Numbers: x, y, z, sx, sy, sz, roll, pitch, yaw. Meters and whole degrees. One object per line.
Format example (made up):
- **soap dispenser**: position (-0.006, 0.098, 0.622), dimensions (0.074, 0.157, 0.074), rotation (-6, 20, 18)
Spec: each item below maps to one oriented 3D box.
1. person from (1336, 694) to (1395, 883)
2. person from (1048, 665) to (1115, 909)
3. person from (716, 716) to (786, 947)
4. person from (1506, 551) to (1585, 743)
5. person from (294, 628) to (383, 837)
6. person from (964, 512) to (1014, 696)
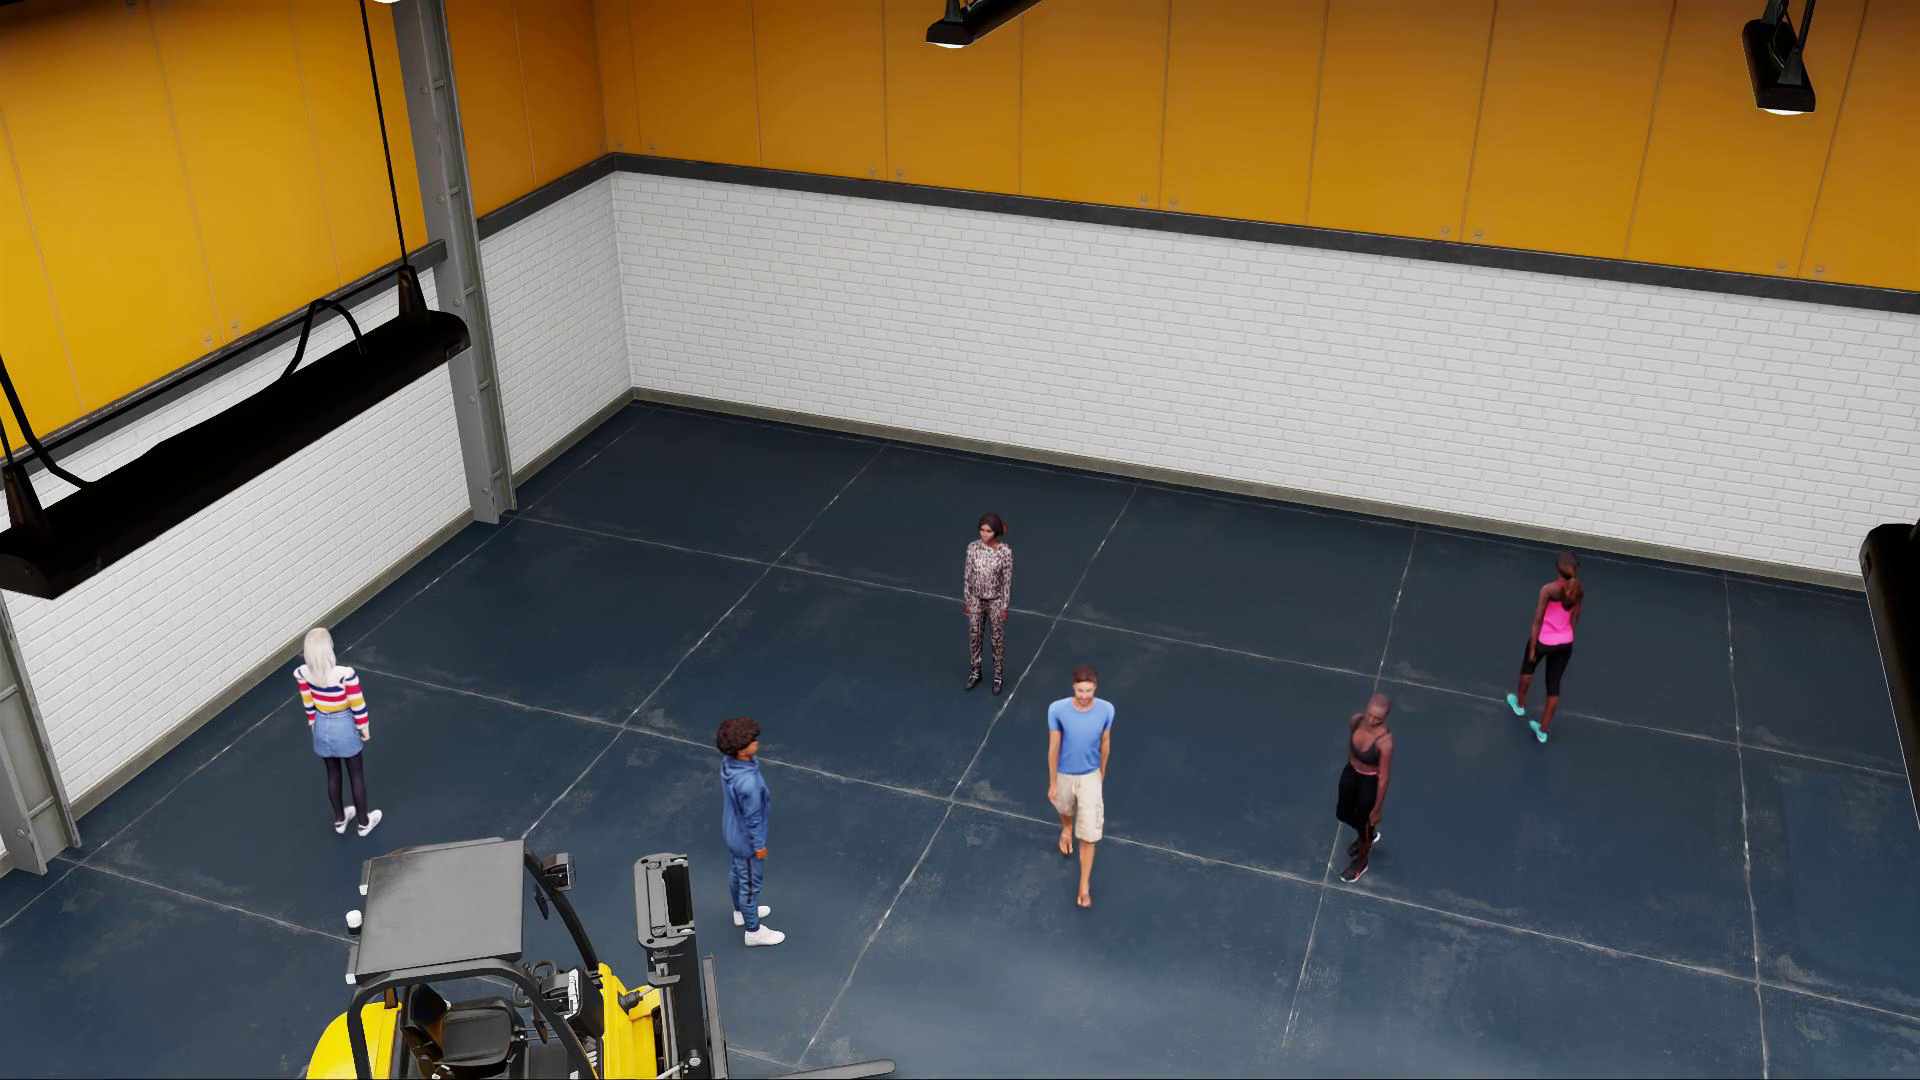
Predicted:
- **person**: position (2.995, 1.774, 12.130), dimensions (0.935, 1.733, 0.863), rotation (-12, 31, -21)
- **person**: position (0.842, 1.666, 12.244), dimensions (0.880, 1.812, 1.304), rotation (2, 29, 3)
- **person**: position (-1.499, 2.016, 11.606), dimensions (0.812, 1.811, 0.737), rotation (-11, 30, -19)
- **person**: position (4.920, 0.909, 13.749), dimensions (0.773, 1.702, 0.943), rotation (-1, 29, -2)
- **person**: position (-4.747, 1.451, 12.643), dimensions (0.689, 1.808, 0.605), rotation (3, 29, 5)
- **person**: position (0.245, 0.540, 14.412), dimensions (0.570, 1.714, 0.562), rotation (9, 30, 16)
